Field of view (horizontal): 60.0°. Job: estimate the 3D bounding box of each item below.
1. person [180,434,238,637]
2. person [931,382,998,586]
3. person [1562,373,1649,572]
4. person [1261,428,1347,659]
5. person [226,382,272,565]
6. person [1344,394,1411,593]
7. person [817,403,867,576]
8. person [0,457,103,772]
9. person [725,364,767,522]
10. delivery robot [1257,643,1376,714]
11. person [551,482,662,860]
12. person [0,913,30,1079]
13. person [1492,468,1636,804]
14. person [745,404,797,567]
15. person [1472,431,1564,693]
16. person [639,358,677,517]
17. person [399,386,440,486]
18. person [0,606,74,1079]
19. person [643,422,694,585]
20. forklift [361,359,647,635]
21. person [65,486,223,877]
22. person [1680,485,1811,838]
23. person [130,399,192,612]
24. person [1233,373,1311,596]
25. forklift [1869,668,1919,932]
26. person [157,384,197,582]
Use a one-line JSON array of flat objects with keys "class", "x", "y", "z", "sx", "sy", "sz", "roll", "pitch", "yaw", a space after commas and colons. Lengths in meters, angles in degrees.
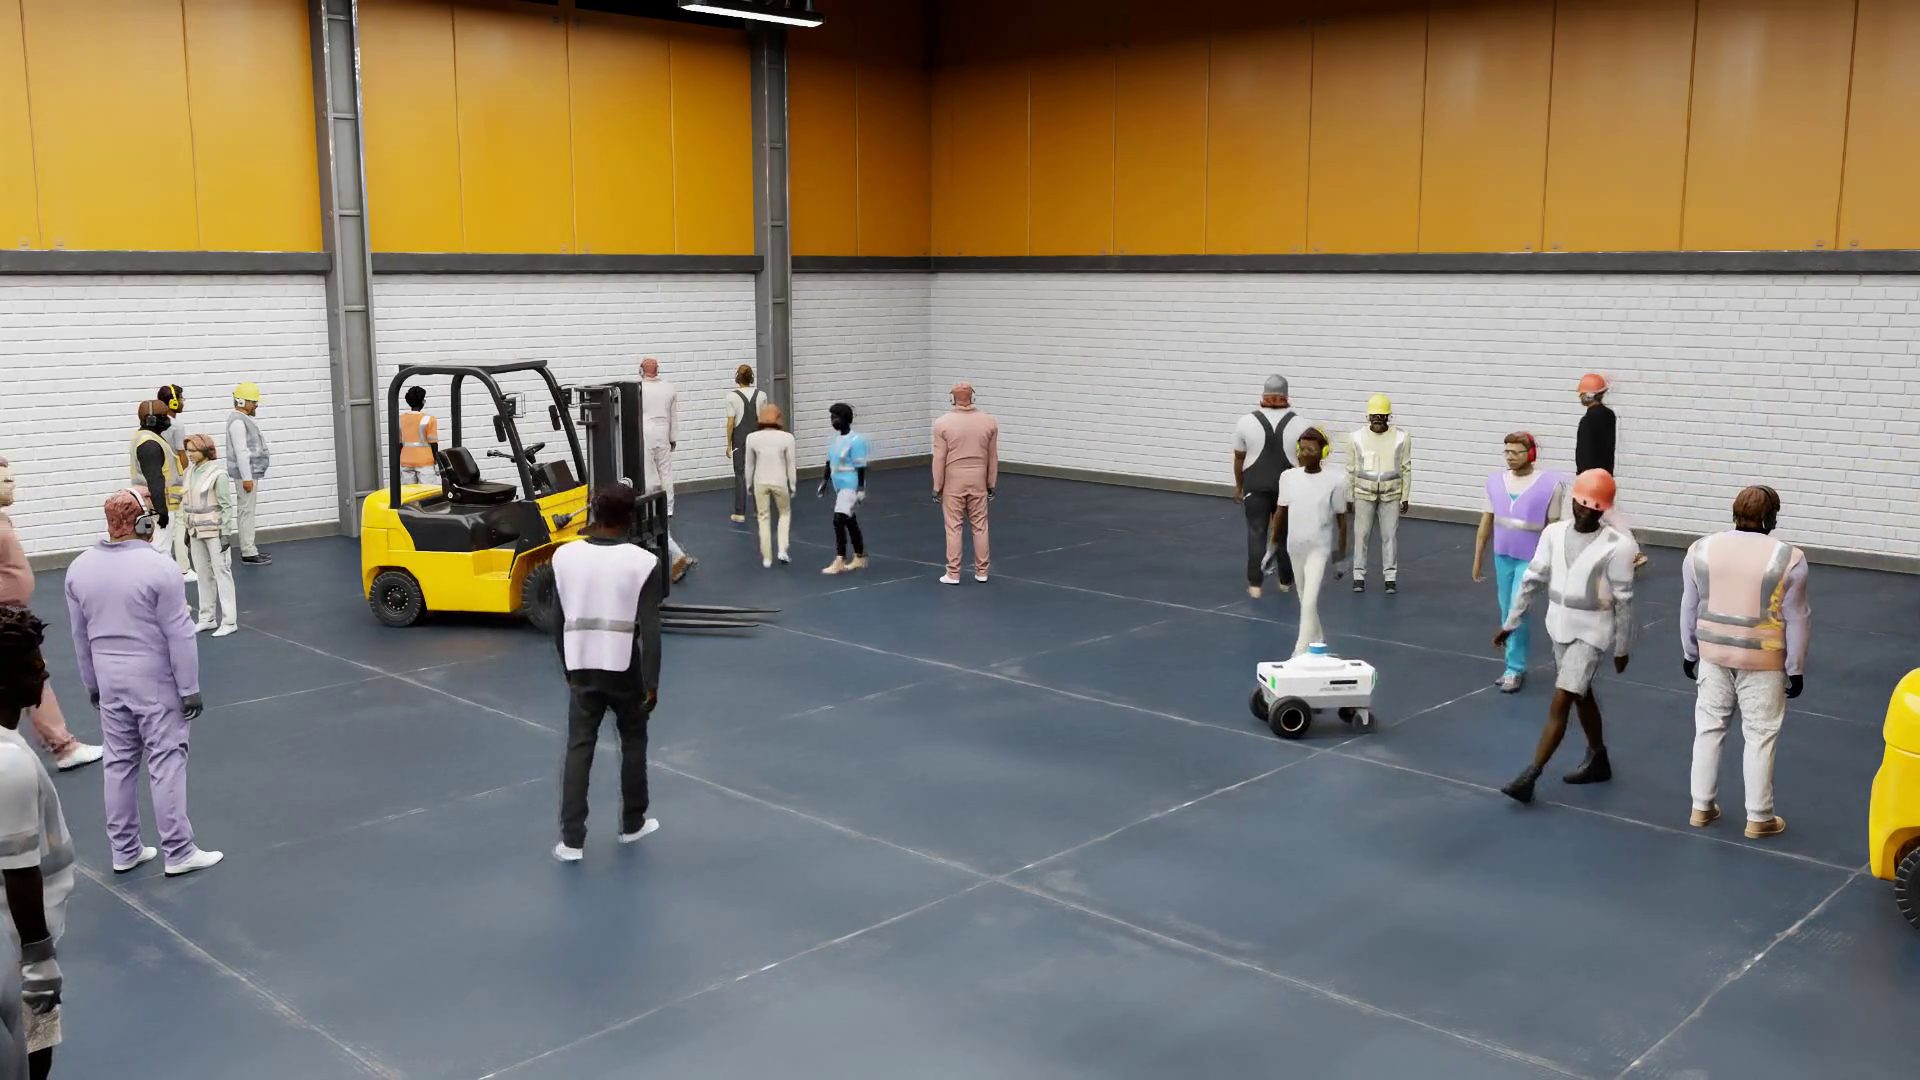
[{"class": "person", "x": -6.051, "y": -0.038, "z": 13.380, "sx": 0.525, "sy": 1.636, "sz": 0.307, "roll": 5, "pitch": 11, "yaw": 28}, {"class": "person", "x": 0.030, "y": -0.529, "z": 15.573, "sx": 0.652, "sy": 1.904, "sz": 0.403, "roll": -3, "pitch": 10, "yaw": -20}, {"class": "person", "x": 6.212, "y": -0.641, "z": 16.127, "sx": 0.620, "sy": 1.958, "sz": 0.981, "roll": -8, "pitch": 12, "yaw": -40}, {"class": "person", "x": 2.460, "y": 0.108, "z": 11.934, "sx": 0.519, "sy": 1.820, "sz": 0.977, "roll": 7, "pitch": 12, "yaw": 38}, {"class": "person", "x": -7.124, "y": -0.665, "z": 16.663, "sx": 0.403, "sy": 1.822, "sz": 0.588, "roll": -4, "pitch": 10, "yaw": -21}, {"class": "person", "x": 3.802, "y": -0.419, "z": 15.159, "sx": 0.592, "sy": 1.825, "sz": 0.403, "roll": 2, "pitch": 9, "yaw": 12}, {"class": "person", "x": -1.181, "y": -0.488, "z": 16.062, "sx": 0.682, "sy": 1.667, "sz": 0.531, "roll": -5, "pitch": 11, "yaw": -29}, {"class": "person", "x": -5.438, "y": 0.449, "z": 9.648, "sx": 0.878, "sy": 1.872, "sz": 0.673, "roll": -8, "pitch": 12, "yaw": -39}, {"class": "person", "x": -2.494, "y": -1.126, "z": 19.417, "sx": 0.507, "sy": 1.846, "sz": 0.345, "roll": -5, "pitch": 10, "yaw": -28}, {"class": "delivery robot", "x": 2.278, "y": 0.903, "z": 10.634, "sx": 0.707, "sy": 0.478, "sz": 0.477, "roll": -1, "pitch": 9, "yaw": -7}, {"class": "person", "x": -1.808, "y": 0.664, "z": 8.397, "sx": 0.611, "sy": 1.883, "sz": 0.683, "roll": 2, "pitch": 9, "yaw": 9}, {"class": "person", "x": -2.166, "y": 1.413, "z": 3.560, "sx": 0.357, "sy": 1.938, "sz": 0.638, "roll": -7, "pitch": 11, "yaw": -35}, {"class": "person", "x": 3.375, "y": 0.516, "z": 9.249, "sx": 0.999, "sy": 1.871, "sz": 0.649, "roll": -5, "pitch": 11, "yaw": -30}, {"class": "person", "x": -1.872, "y": -0.539, "z": 16.501, "sx": 0.521, "sy": 1.620, "sz": 0.392, "roll": 0, "pitch": 9, "yaw": 0}, {"class": "person", "x": 3.847, "y": 0.155, "z": 11.618, "sx": 0.647, "sy": 1.821, "sz": 0.589, "roll": -8, "pitch": 12, "yaw": -40}, {"class": "person", "x": -3.658, "y": -1.201, "z": 19.689, "sx": 0.652, "sy": 1.906, "sz": 0.403, "roll": -7, "pitch": 12, "yaw": -38}, {"class": "person", "x": -5.860, "y": -0.818, "z": 18.004, "sx": 0.531, "sy": 1.694, "sz": 0.320, "roll": 3, "pitch": 10, "yaw": 20}, {"class": "person", "x": -2.857, "y": 1.164, "z": 5.003, "sx": 0.608, "sy": 1.965, "sz": 0.369, "roll": 9, "pitch": 13, "yaw": 44}, {"class": "person", "x": -2.978, "y": -0.487, "z": 15.352, "sx": 0.930, "sy": 1.909, "sz": 0.628, "roll": 1, "pitch": 9, "yaw": 9}, {"class": "forklift", "x": -3.850, "y": -0.407, "z": 13.936, "sx": 2.313, "sy": 2.155, "sz": 1.214, "roll": 2, "pitch": 9, "yaw": 11}, {"class": "person", "x": -3.962, "y": 0.690, "z": 8.092, "sx": 0.639, "sy": 1.910, "sz": 0.407, "roll": 2, "pitch": 10, "yaw": 14}, {"class": "person", "x": 4.096, "y": 0.625, "z": 8.688, "sx": 0.429, "sy": 1.842, "sz": 0.637, "roll": -9, "pitch": 13, "yaw": -44}, {"class": "person", "x": -6.857, "y": -0.284, "z": 14.264, "sx": 0.429, "sy": 1.844, "sz": 0.625, "roll": -5, "pitch": 11, "yaw": -29}, {"class": "person", "x": 2.828, "y": -0.521, "z": 15.105, "sx": 0.691, "sy": 2.000, "sz": 0.536, "roll": 1, "pitch": 9, "yaw": 9}, {"class": "forklift", "x": 5.205, "y": 0.723, "z": 7.013, "sx": 2.313, "sy": 2.155, "sz": 1.214, "roll": 9, "pitch": 13, "yaw": 43}, {"class": "person", "x": -7.413, "y": -0.533, "z": 15.707, "sx": 0.532, "sy": 1.869, "sz": 0.311, "roll": 6, "pitch": 11, "yaw": 31}]
